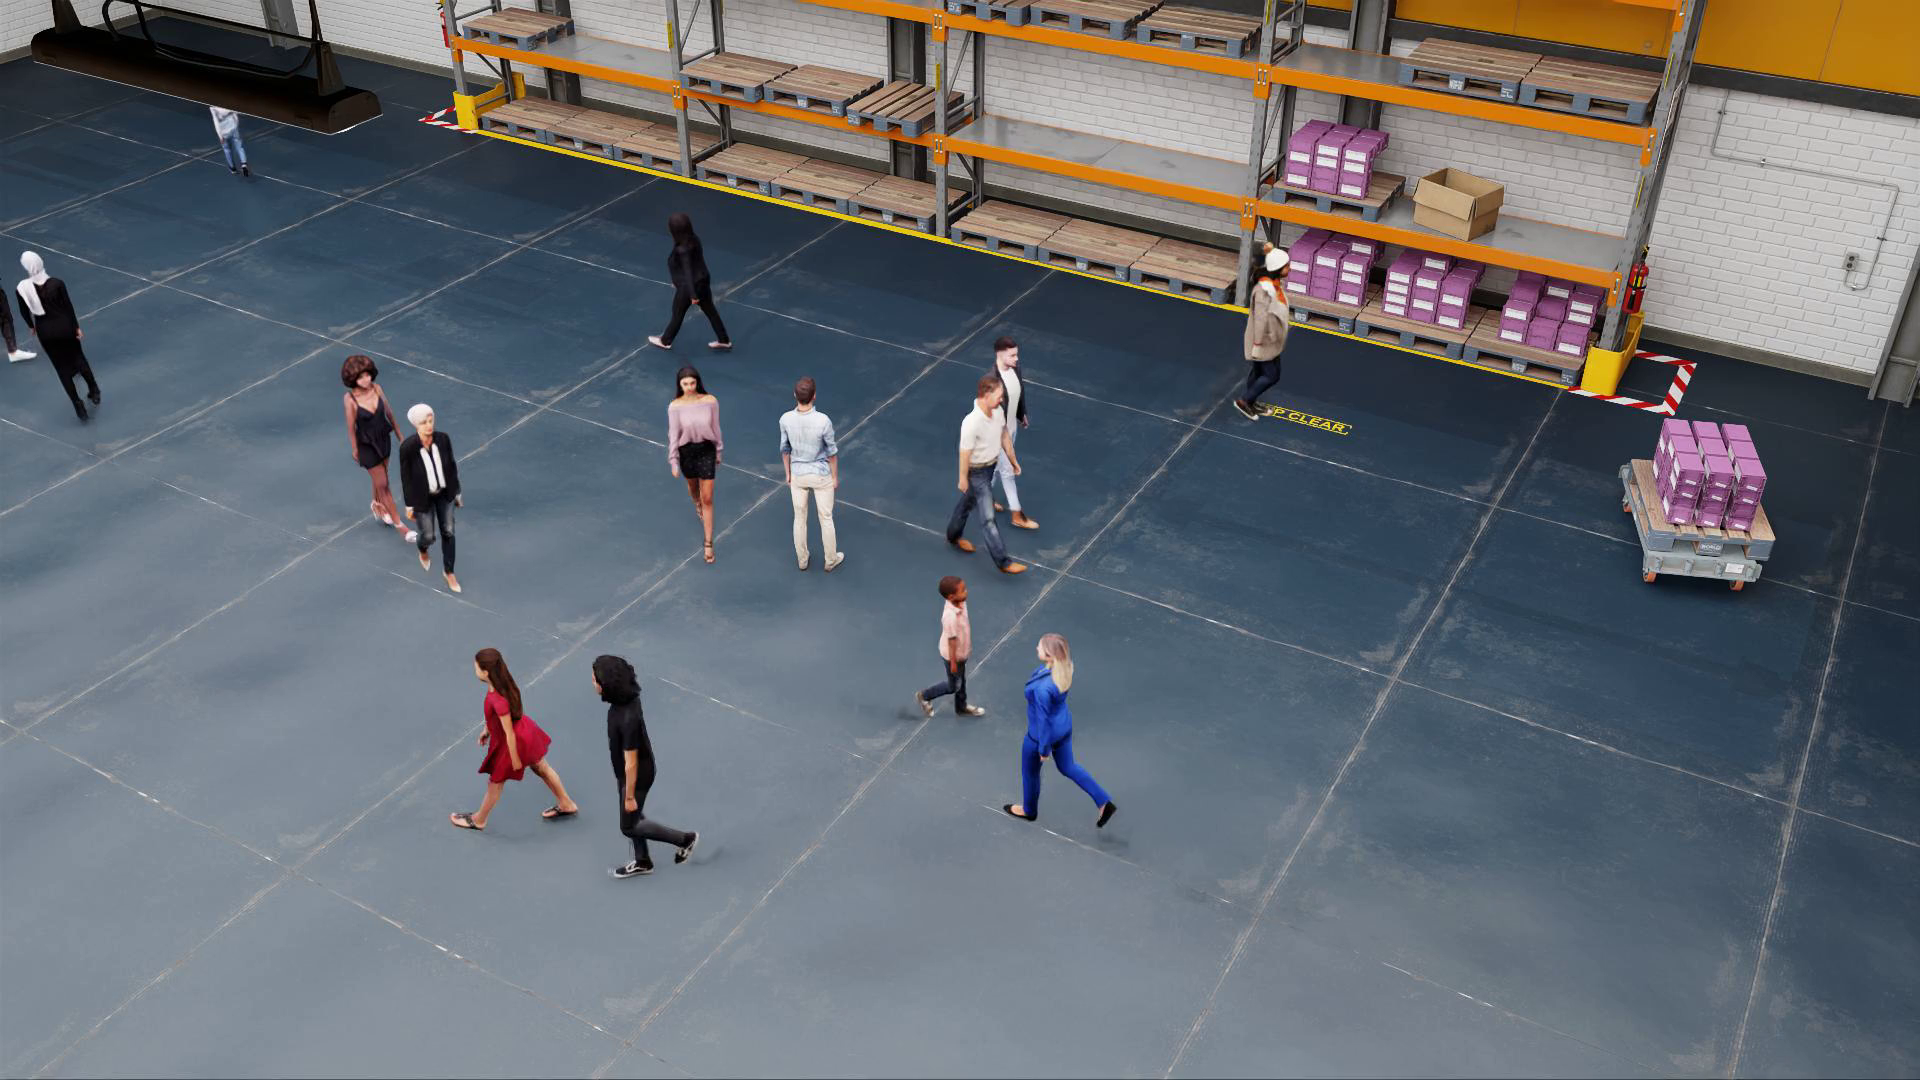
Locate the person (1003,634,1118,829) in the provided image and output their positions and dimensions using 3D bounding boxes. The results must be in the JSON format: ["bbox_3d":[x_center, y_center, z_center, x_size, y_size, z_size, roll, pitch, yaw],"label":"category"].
[{"bbox_3d":[0.720,1.366,11.527,1.055,1.677,0.645,16,37,22],"label":"person"}]

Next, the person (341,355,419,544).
[{"bbox_3d":[-5.263,-0.859,14.798,0.956,1.761,0.569,19,38,26],"label":"person"}]

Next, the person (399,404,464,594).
[{"bbox_3d":[-4.515,-0.362,14.014,0.889,1.774,0.874,-23,40,-30],"label":"person"}]

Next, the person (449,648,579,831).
[{"bbox_3d":[-3.038,1.400,11.635,1.122,1.501,0.999,-6,34,-9],"label":"person"}]

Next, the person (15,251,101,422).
[{"bbox_3d":[-8.957,-1.989,16.504,0.834,1.754,0.945,-16,37,-23],"label":"person"}]

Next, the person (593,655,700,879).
[{"bbox_3d":[-2.124,1.533,11.152,0.990,1.813,0.934,-13,36,-19],"label":"person"}]

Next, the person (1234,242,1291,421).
[{"bbox_3d":[2.924,-2.059,16.493,0.792,1.883,0.788,7,34,11],"label":"person"}]

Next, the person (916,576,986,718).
[{"bbox_3d":[-0.093,0.835,12.668,0.819,1.298,0.654,6,34,9],"label":"person"}]

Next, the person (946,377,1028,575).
[{"bbox_3d":[0.097,-0.623,14.412,1.183,1.795,0.704,21,39,28],"label":"person"}]

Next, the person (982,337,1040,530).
[{"bbox_3d":[0.326,-1.017,14.991,0.979,1.810,0.732,22,40,30],"label":"person"}]

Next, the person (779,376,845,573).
[{"bbox_3d":[-1.280,-0.558,14.268,0.612,1.847,0.776,6,34,9],"label":"person"}]

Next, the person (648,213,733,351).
[{"bbox_3d":[-2.764,-2.708,17.763,1.207,1.557,0.928,2,34,3],"label":"person"}]

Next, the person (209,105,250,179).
[{"bbox_3d":[-9.739,-5.451,22.173,0.682,1.245,0.877,-22,39,-29],"label":"person"}]

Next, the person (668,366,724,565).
[{"bbox_3d":[-2.324,-0.737,14.607,1.113,1.770,1.152,-7,34,-11],"label":"person"}]
